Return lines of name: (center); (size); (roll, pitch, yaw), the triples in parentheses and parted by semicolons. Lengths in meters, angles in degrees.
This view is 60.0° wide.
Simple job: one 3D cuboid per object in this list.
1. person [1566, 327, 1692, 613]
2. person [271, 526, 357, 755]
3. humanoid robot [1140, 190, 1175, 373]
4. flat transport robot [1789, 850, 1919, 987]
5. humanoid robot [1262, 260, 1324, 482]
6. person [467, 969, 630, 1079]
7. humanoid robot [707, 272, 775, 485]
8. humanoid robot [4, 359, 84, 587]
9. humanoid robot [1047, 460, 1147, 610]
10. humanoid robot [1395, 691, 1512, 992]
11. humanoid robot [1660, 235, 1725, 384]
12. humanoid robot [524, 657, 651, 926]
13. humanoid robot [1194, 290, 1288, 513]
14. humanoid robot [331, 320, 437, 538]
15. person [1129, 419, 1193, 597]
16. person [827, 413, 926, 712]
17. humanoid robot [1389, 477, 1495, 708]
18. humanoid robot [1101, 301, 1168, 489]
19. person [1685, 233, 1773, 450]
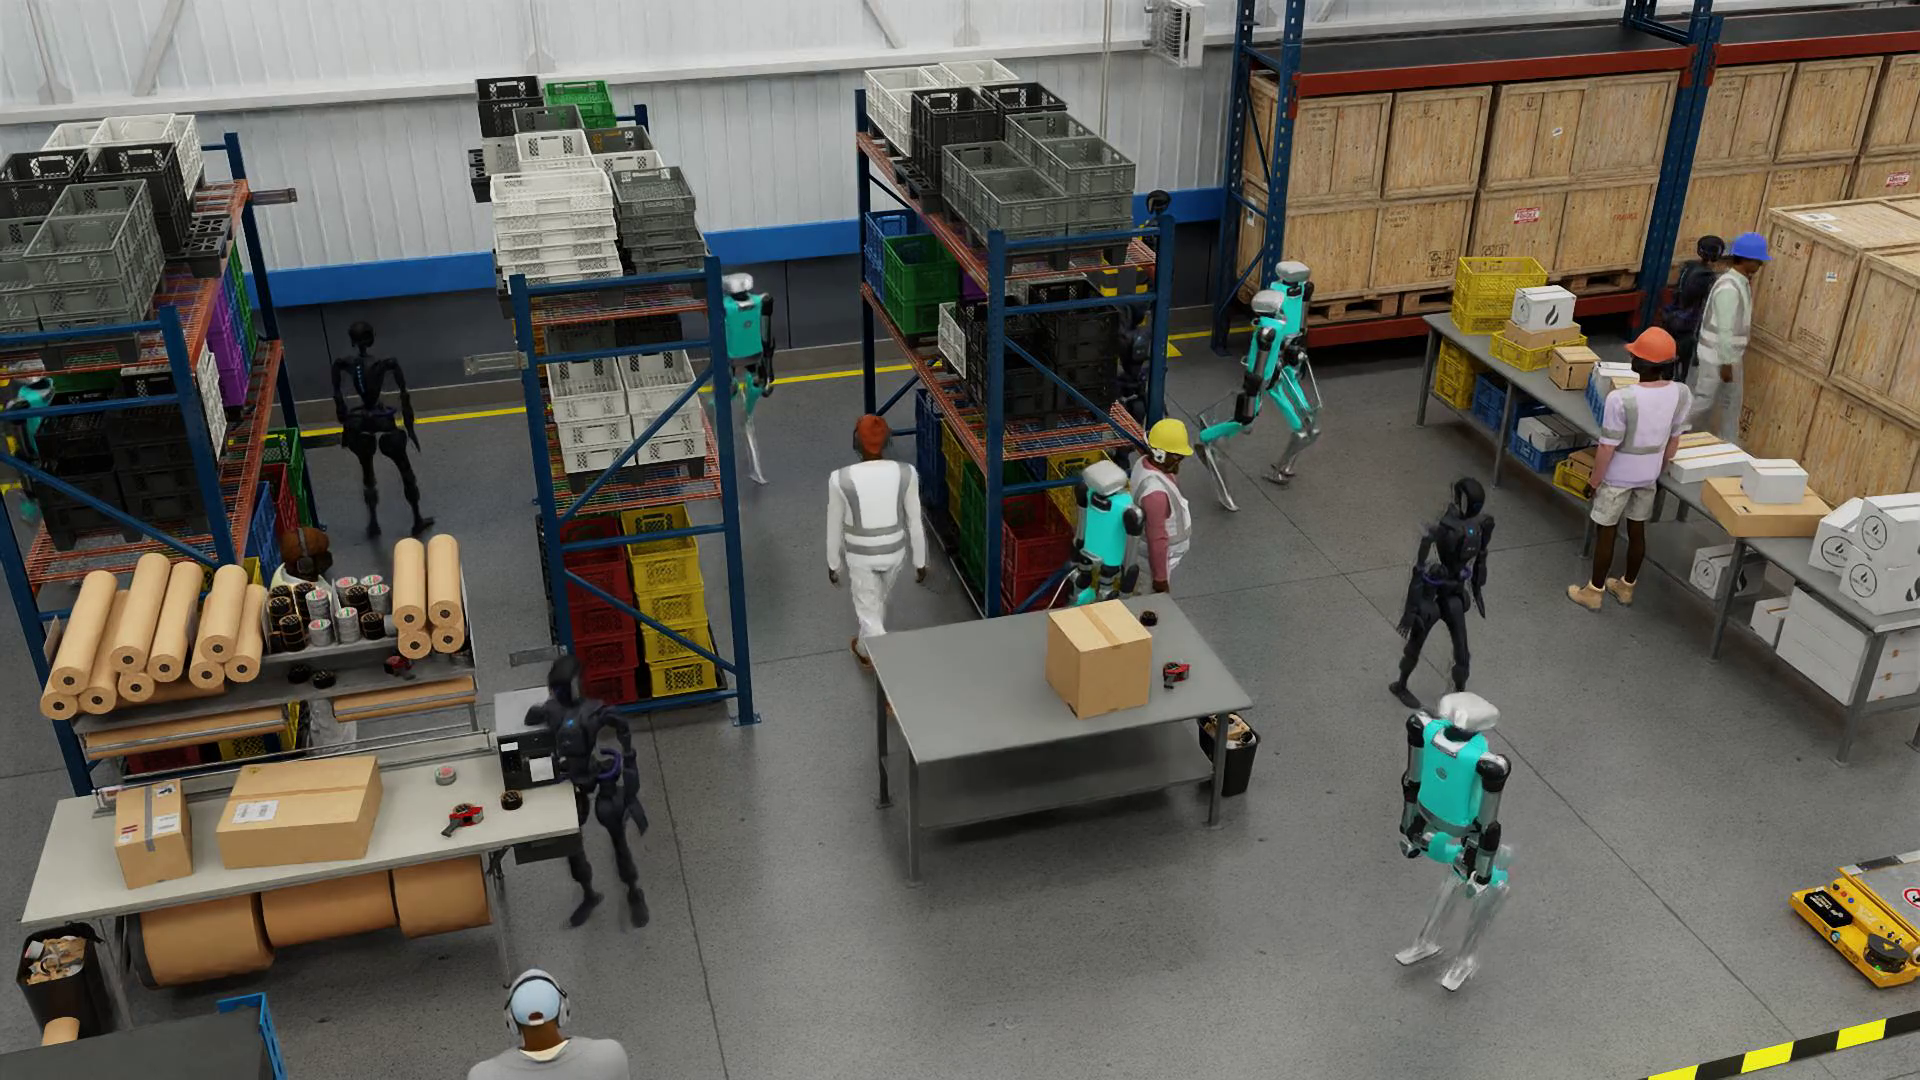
person: (4.483, -0.460, 11.155); (0.612, 2.046, 0.363); (-7, 30, -13)
person: (-3.471, 0.752, 9.162); (0.429, 1.839, 0.632); (-16, 33, -27)
humanoid robot: (1.756, -2.322, 14.908); (0.315, 1.657, 0.599); (5, 29, 8)
flat transport robot: (5.163, 1.916, 8.676); (1.431, 0.231, 0.659); (-8, 30, -14)
humanoid robot: (2.618, -1.253, 12.853); (0.550, 1.751, 0.677); (-20, 35, -32)
person: (-1.487, 2.338, 6.265); (0.587, 1.850, 0.392); (-7, 30, -13)
humanoid robot: (-1.838, -1.330, 13.083); (0.549, 1.789, 0.930); (-18, 33, -29)
humanoid robot: (-6.377, -0.443, 11.473); (0.811, 1.799, 0.554); (9, 30, 16)
humanoid robot: (0.690, 0.410, 9.852); (0.671, 1.775, 0.547); (-21, 35, -33)
humanoid robot: (2.463, 1.436, 8.028); (0.788, 1.792, 0.539); (-20, 35, -32)
humanoid robot: (5.985, -1.735, 13.865); (0.473, 1.644, 0.608); (-2, 29, -4)
humanoid robot: (-1.860, 1.274, 8.383); (0.583, 1.645, 0.367); (0, 29, -1)
humanoid robot: (2.028, -1.020, 12.496); (0.718, 1.803, 0.552); (9, 30, 15)
humanoid robot: (-4.259, -0.804, 12.169); (0.627, 1.638, 0.368); (-1, 29, -1)
person: (1.230, 0.085, 10.393); (0.404, 1.822, 0.586); (-1, 29, -1)
person: (-0.505, 0.130, 10.296); (0.592, 1.846, 0.918); (-10, 30, -18)
humanoid robot: (2.940, 0.354, 10.060); (0.608, 1.638, 0.599); (-13, 31, -22)
humanoid robot: (1.266, -1.128, 12.785); (0.602, 1.645, 0.695); (-12, 31, -21)
person: (6.044, -1.506, 13.191); (0.827, 1.917, 0.611); (20, 35, 32)
